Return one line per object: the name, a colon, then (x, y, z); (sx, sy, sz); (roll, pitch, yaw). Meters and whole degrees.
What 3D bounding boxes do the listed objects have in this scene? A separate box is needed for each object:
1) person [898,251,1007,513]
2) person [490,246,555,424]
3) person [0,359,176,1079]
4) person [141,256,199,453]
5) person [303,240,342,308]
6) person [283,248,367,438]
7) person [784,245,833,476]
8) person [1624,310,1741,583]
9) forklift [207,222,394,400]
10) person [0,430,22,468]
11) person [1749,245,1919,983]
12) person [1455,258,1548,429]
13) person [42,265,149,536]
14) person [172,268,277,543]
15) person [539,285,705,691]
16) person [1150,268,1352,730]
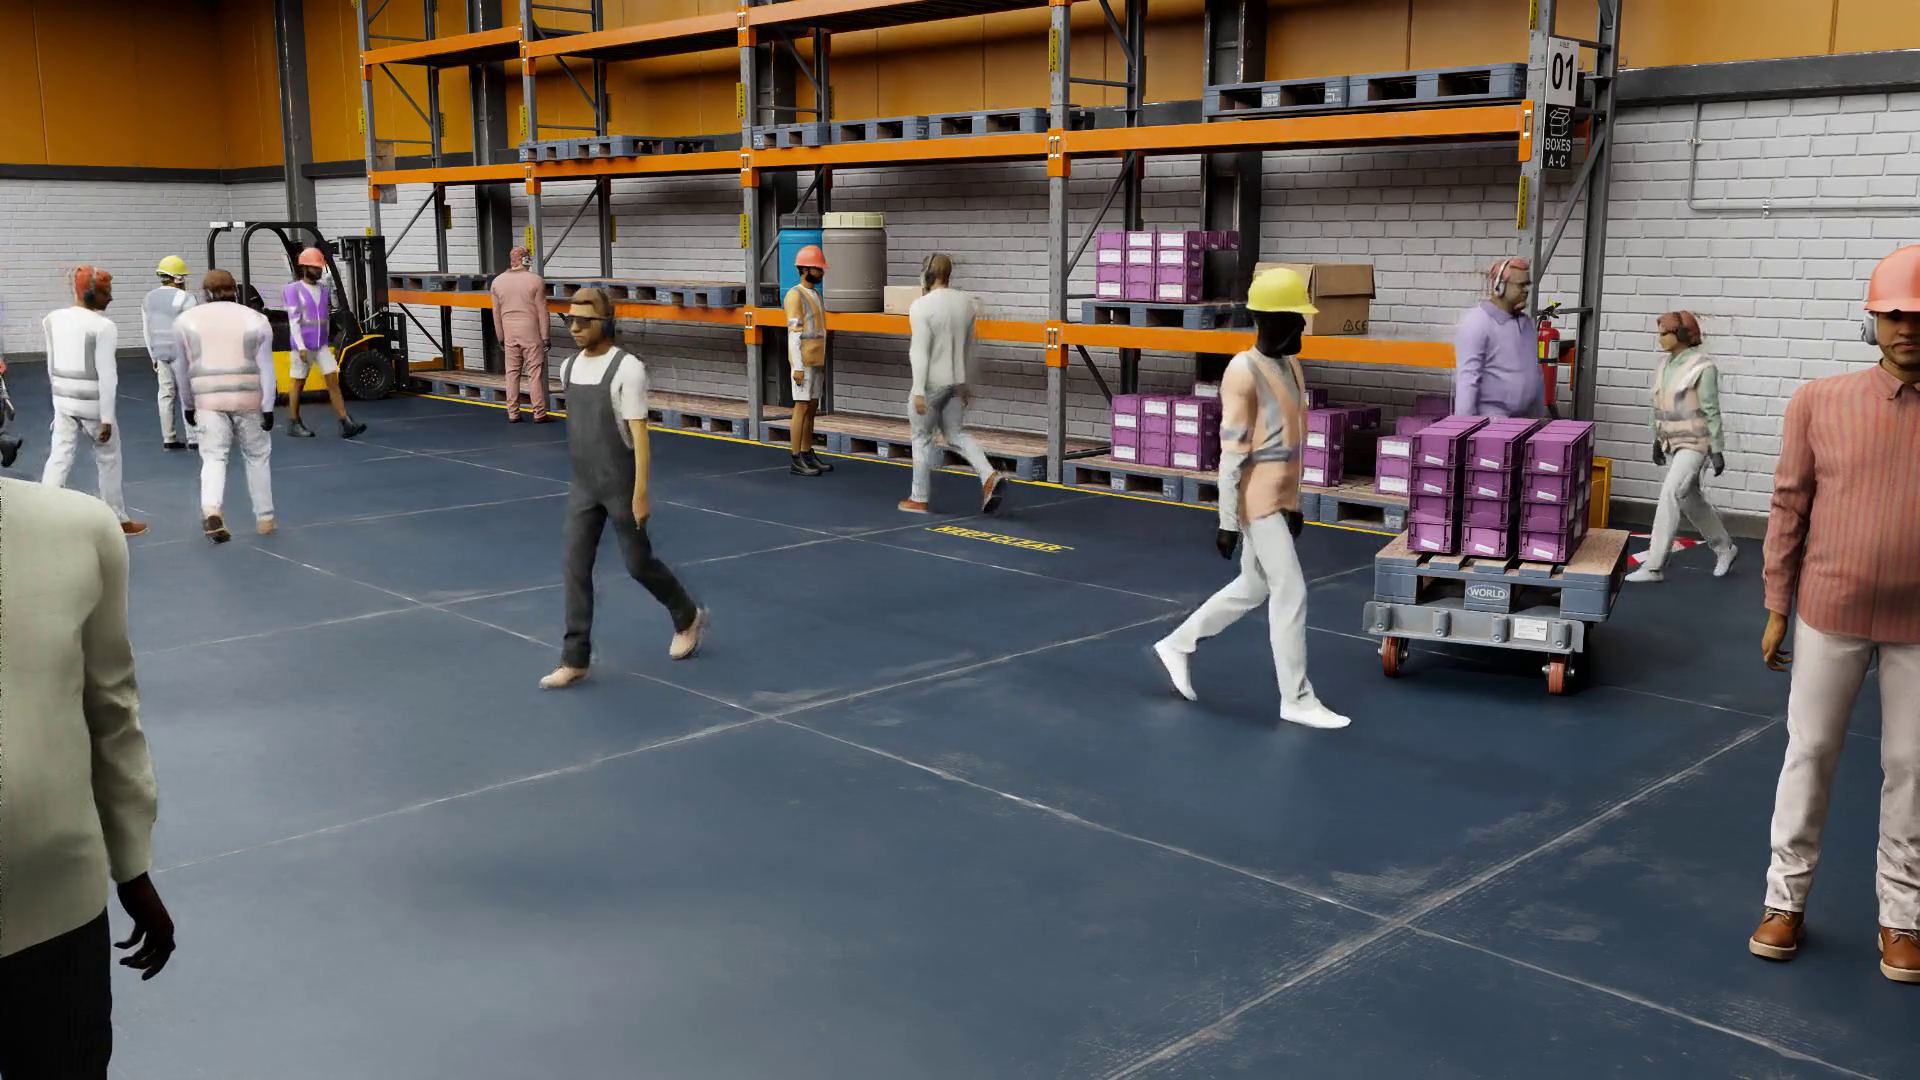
person: (-0.070, -1.109, 11.969); (0.826, 1.917, 0.636); (9, 14, 41)
person: (-4.693, -2.200, 17.928); (0.636, 1.902, 0.406); (2, 11, 13)
person: (-1.522, 0.571, 2.554); (0.396, 1.992, 0.622); (8, 13, 38)
person: (-7.308, -1.729, 15.537); (0.592, 1.833, 0.404); (3, 11, 16)
person: (-9.211, -3.366, 24.120); (0.612, 1.957, 0.395); (1, 10, 4)
person: (-6.385, -1.937, 16.508); (0.963, 1.886, 0.559); (6, 12, 31)
person: (-1.259, -1.511, 14.067); (0.368, 1.933, 0.553); (3, 11, 16)
person: (4.300, -0.548, 9.742); (0.809, 1.596, 0.558); (-1, 10, -8)
forklift: (-8.169, -2.758, 20.163); (2.313, 2.155, 1.214); (-10, 14, -44)
person: (-8.300, -1.505, 14.094); (0.650, 1.922, 0.550); (3, 11, 13)
person: (2.517, 0.206, 4.543); (0.609, 1.996, 0.379); (6, 12, 28)
person: (3.152, -0.674, 9.623); (0.655, 1.891, 0.437); (-10, 14, -43)
person: (-5.681, -0.854, 10.757); (0.617, 1.837, 0.955); (2, 11, 11)
person: (-4.855, -0.886, 11.029); (0.634, 1.813, 0.753); (-3, 11, -18)
person: (-1.555, -0.262, 7.624); (0.524, 1.816, 0.907); (7, 12, 32)
person: (1.215, -0.184, 6.941); (0.887, 1.896, 0.593); (6, 12, 30)
